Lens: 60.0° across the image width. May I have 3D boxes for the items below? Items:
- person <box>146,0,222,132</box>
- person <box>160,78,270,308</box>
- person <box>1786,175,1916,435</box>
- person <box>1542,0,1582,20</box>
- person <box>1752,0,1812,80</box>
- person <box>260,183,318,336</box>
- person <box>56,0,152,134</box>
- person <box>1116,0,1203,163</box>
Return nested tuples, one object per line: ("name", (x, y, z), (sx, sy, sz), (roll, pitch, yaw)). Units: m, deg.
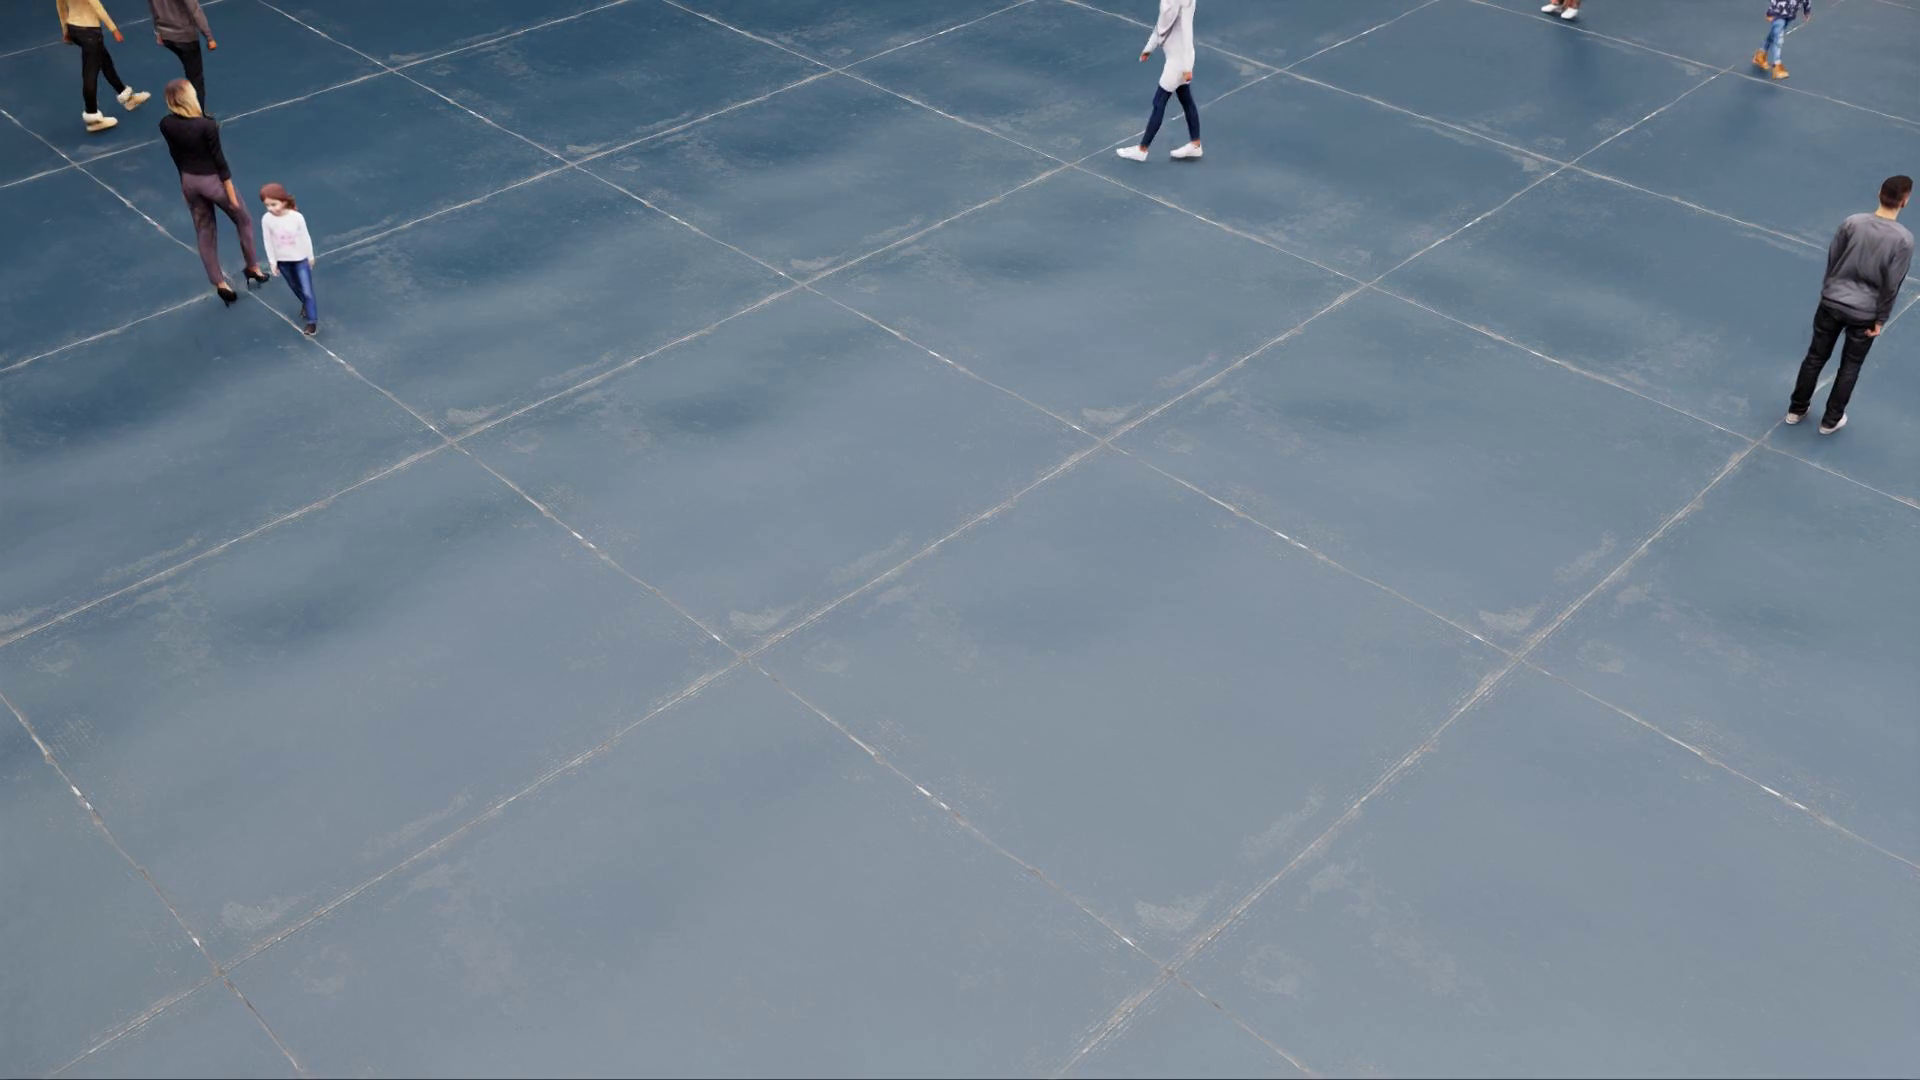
("person", (-6.672, -4.238, 14.090), (0.760, 1.756, 0.739), (19, 41, 23))
("person", (-5.364, -2.413, 11.773), (0.803, 1.654, 0.868), (4, 37, 5))
("person", (5.564, -1.463, 10.438), (0.626, 1.757, 0.578), (30, 46, 33))
("person", (6.181, -6.022, 16.596), (0.545, 1.561, 0.578), (-24, 44, -29))
("person", (7.644, -4.945, 15.459), (0.842, 1.223, 0.815), (-9, 38, -11))
("person", (-4.714, -2.017, 11.730), (0.766, 1.075, 0.778), (-5, 38, -7))
("person", (-7.582, -4.311, 14.286), (0.715, 1.634, 0.994), (21, 42, 25))
("person", (1.882, -3.958, 13.730), (1.075, 1.746, 0.992), (-1, 37, -1))
